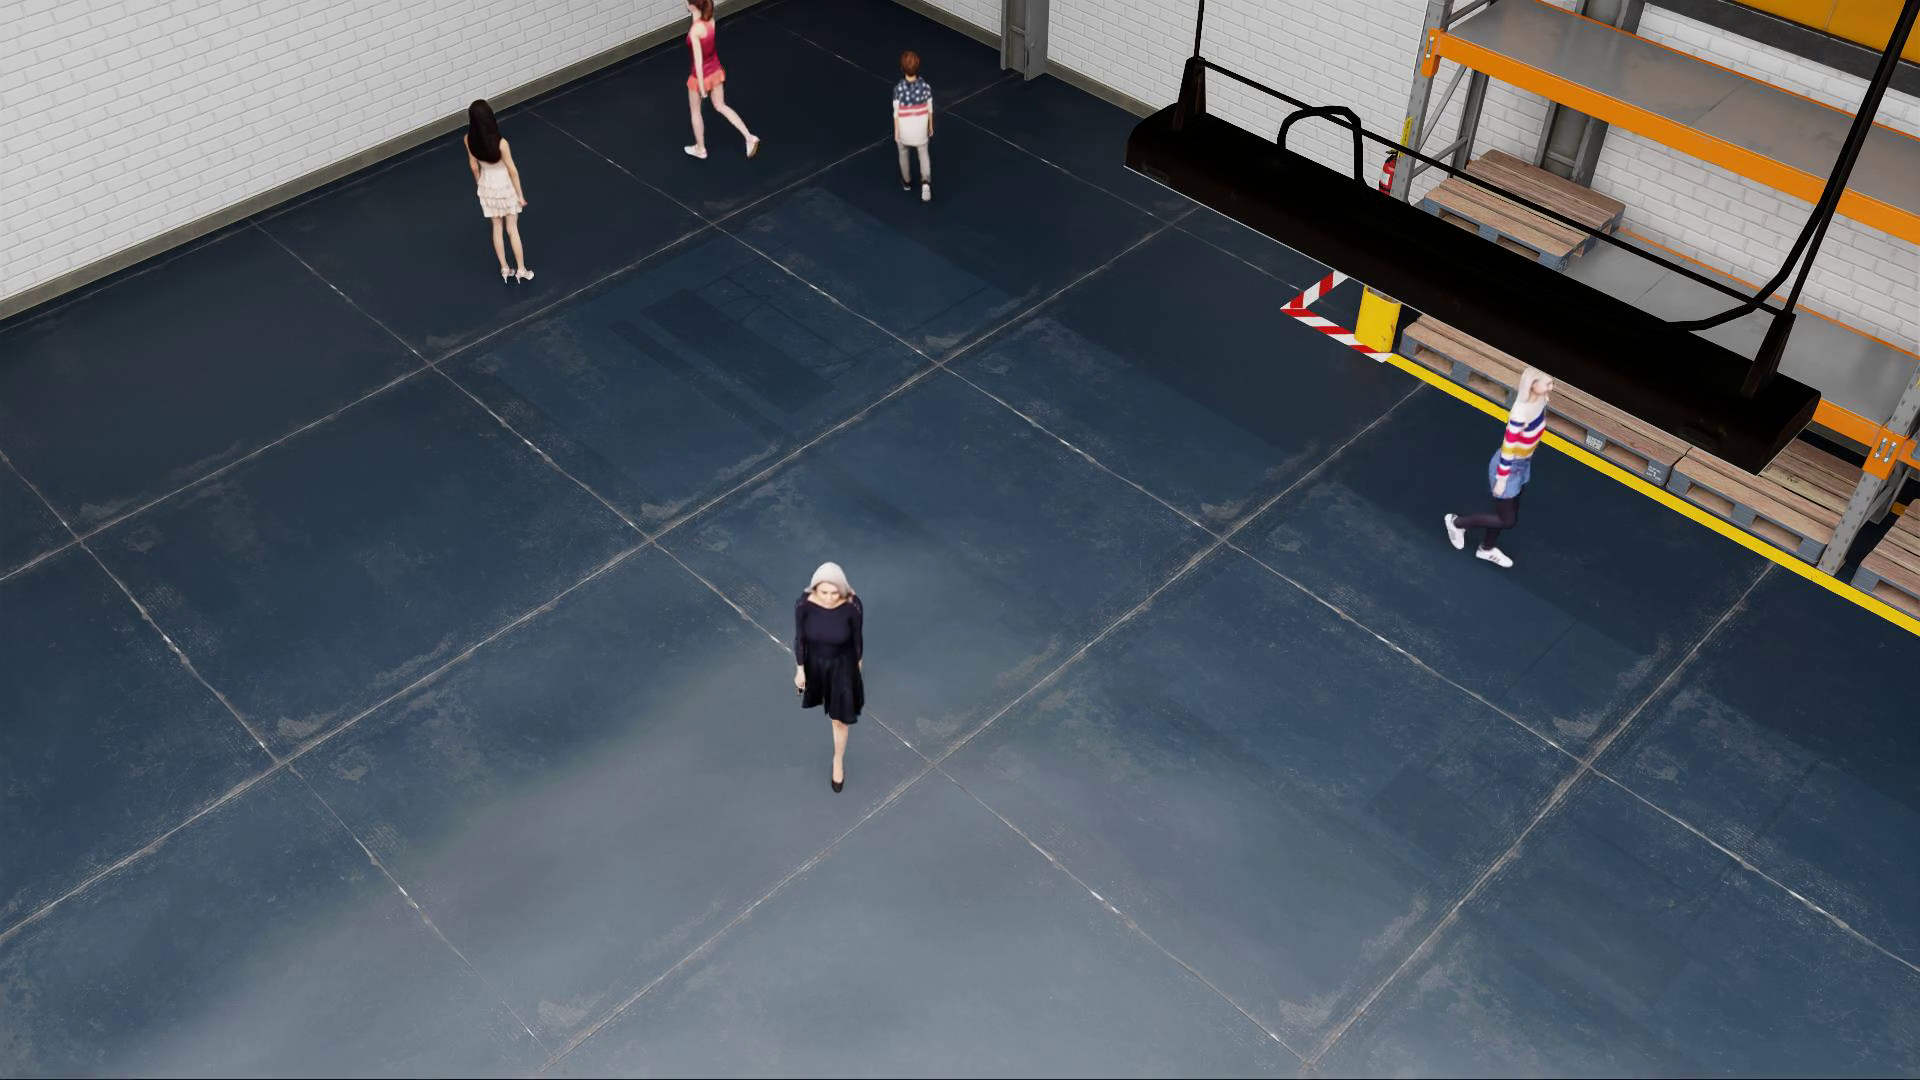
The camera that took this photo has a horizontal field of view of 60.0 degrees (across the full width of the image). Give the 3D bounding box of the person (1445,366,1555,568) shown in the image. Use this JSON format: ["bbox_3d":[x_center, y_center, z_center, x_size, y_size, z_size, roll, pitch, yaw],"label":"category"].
[{"bbox_3d":[3.764,-0.540,11.591,0.804,1.797,0.709,28,50,26],"label":"person"}]

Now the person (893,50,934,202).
[{"bbox_3d":[-0.425,-3.780,15.261,0.787,1.427,0.921,-9,44,-9],"label":"person"}]

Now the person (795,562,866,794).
[{"bbox_3d":[-0.803,0.743,10.300,1.051,1.720,1.070,2,44,2],"label":"person"}]

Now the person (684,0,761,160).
[{"bbox_3d":[-2.308,-4.337,15.625,1.088,1.730,0.730,21,47,21],"label":"person"}]

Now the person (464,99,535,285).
[{"bbox_3d":[-3.935,-2.948,14.163,0.616,1.736,0.713,9,44,10],"label":"person"}]
